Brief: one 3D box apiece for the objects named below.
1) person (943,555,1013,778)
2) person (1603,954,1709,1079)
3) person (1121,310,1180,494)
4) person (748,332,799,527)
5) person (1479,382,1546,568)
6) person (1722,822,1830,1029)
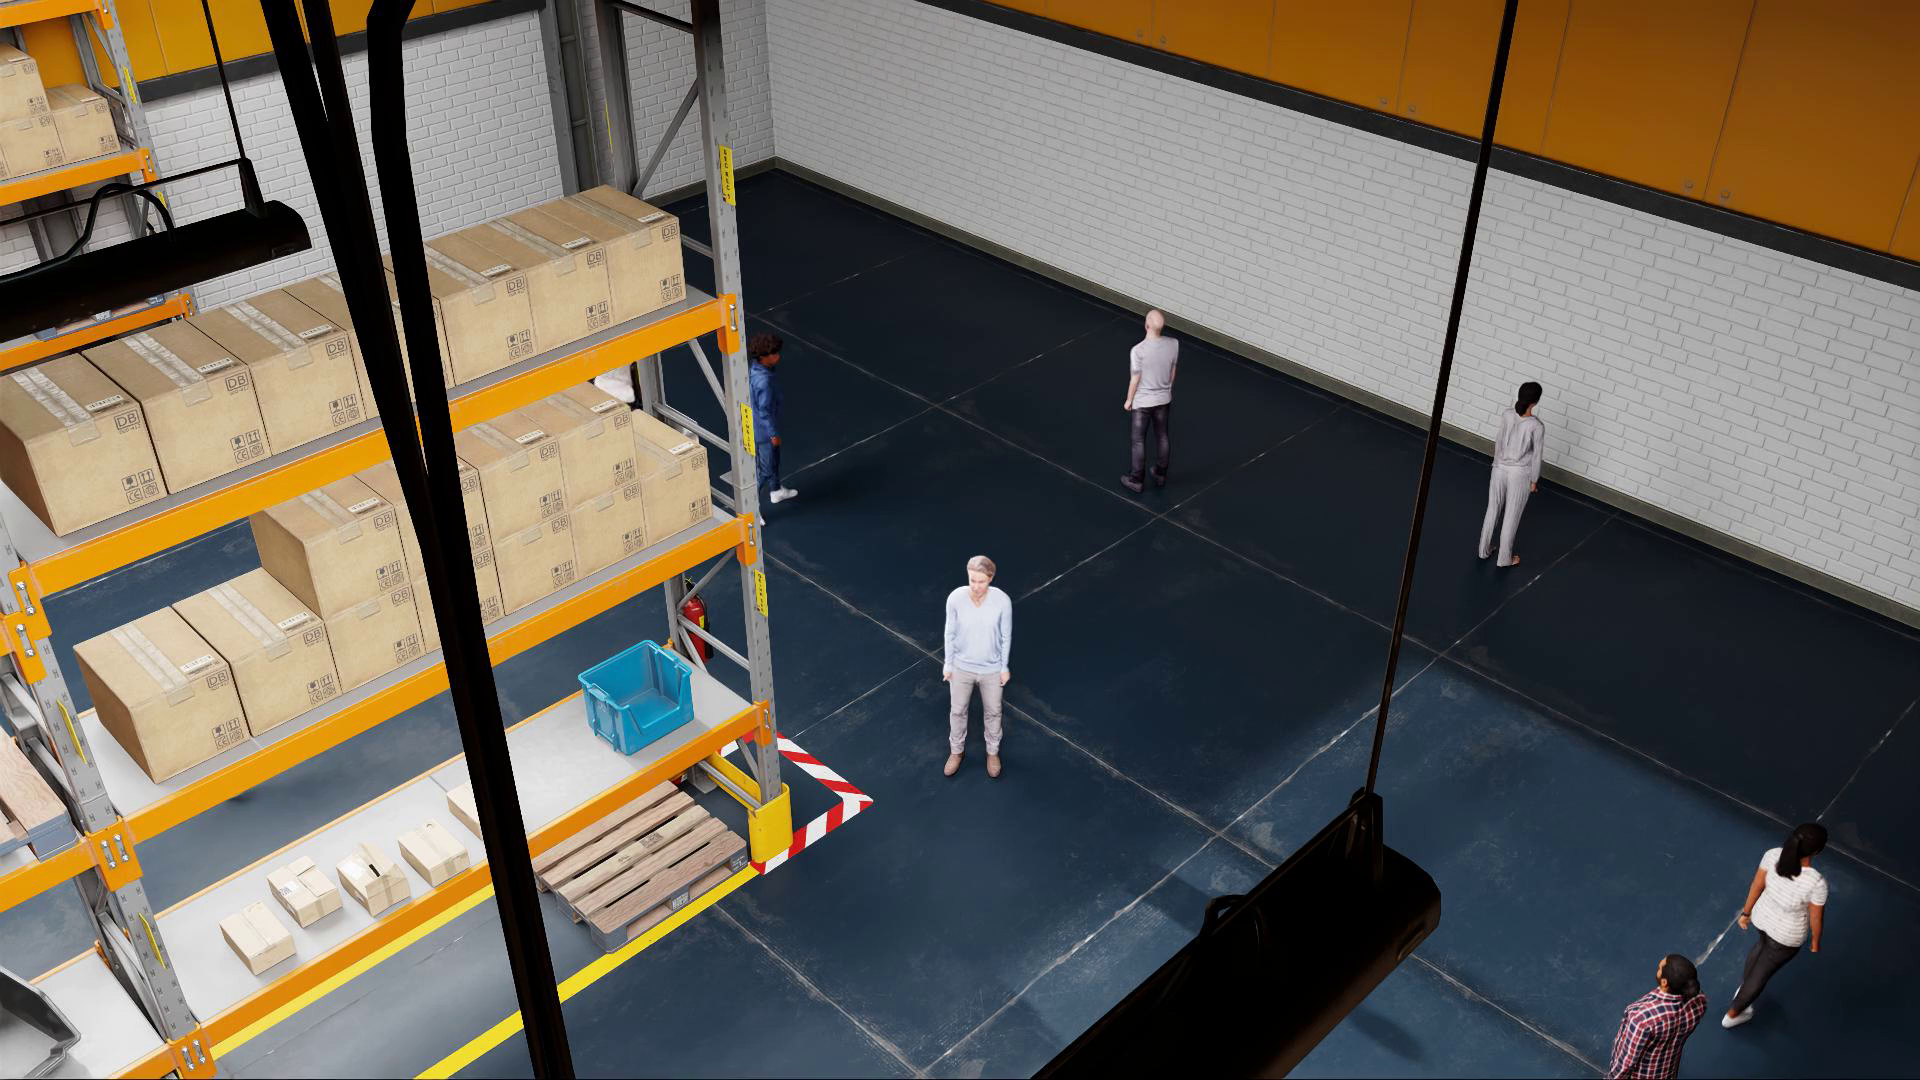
[{"bbox_3d":[0.124,0.907,12.132,0.746,1.894,0.792,2,34,4],"label":"person"},{"bbox_3d":[3.783,2.925,9.216,0.645,1.761,0.817,-17,37,-23],"label":"person"},{"bbox_3d":[1.783,-1.306,15.517,0.648,1.832,0.795,-15,36,-21],"label":"person"},{"bbox_3d":[-1.762,-1.069,15.189,1.015,1.801,0.940,-7,34,-11],"label":"person"},{"bbox_3d":[4.811,-0.581,14.480,0.548,1.773,0.611,-24,41,-32],"label":"person"},{"bbox_3d":[4.929,2.389,10.140,0.763,1.630,0.690,-14,36,-19],"label":"person"}]
